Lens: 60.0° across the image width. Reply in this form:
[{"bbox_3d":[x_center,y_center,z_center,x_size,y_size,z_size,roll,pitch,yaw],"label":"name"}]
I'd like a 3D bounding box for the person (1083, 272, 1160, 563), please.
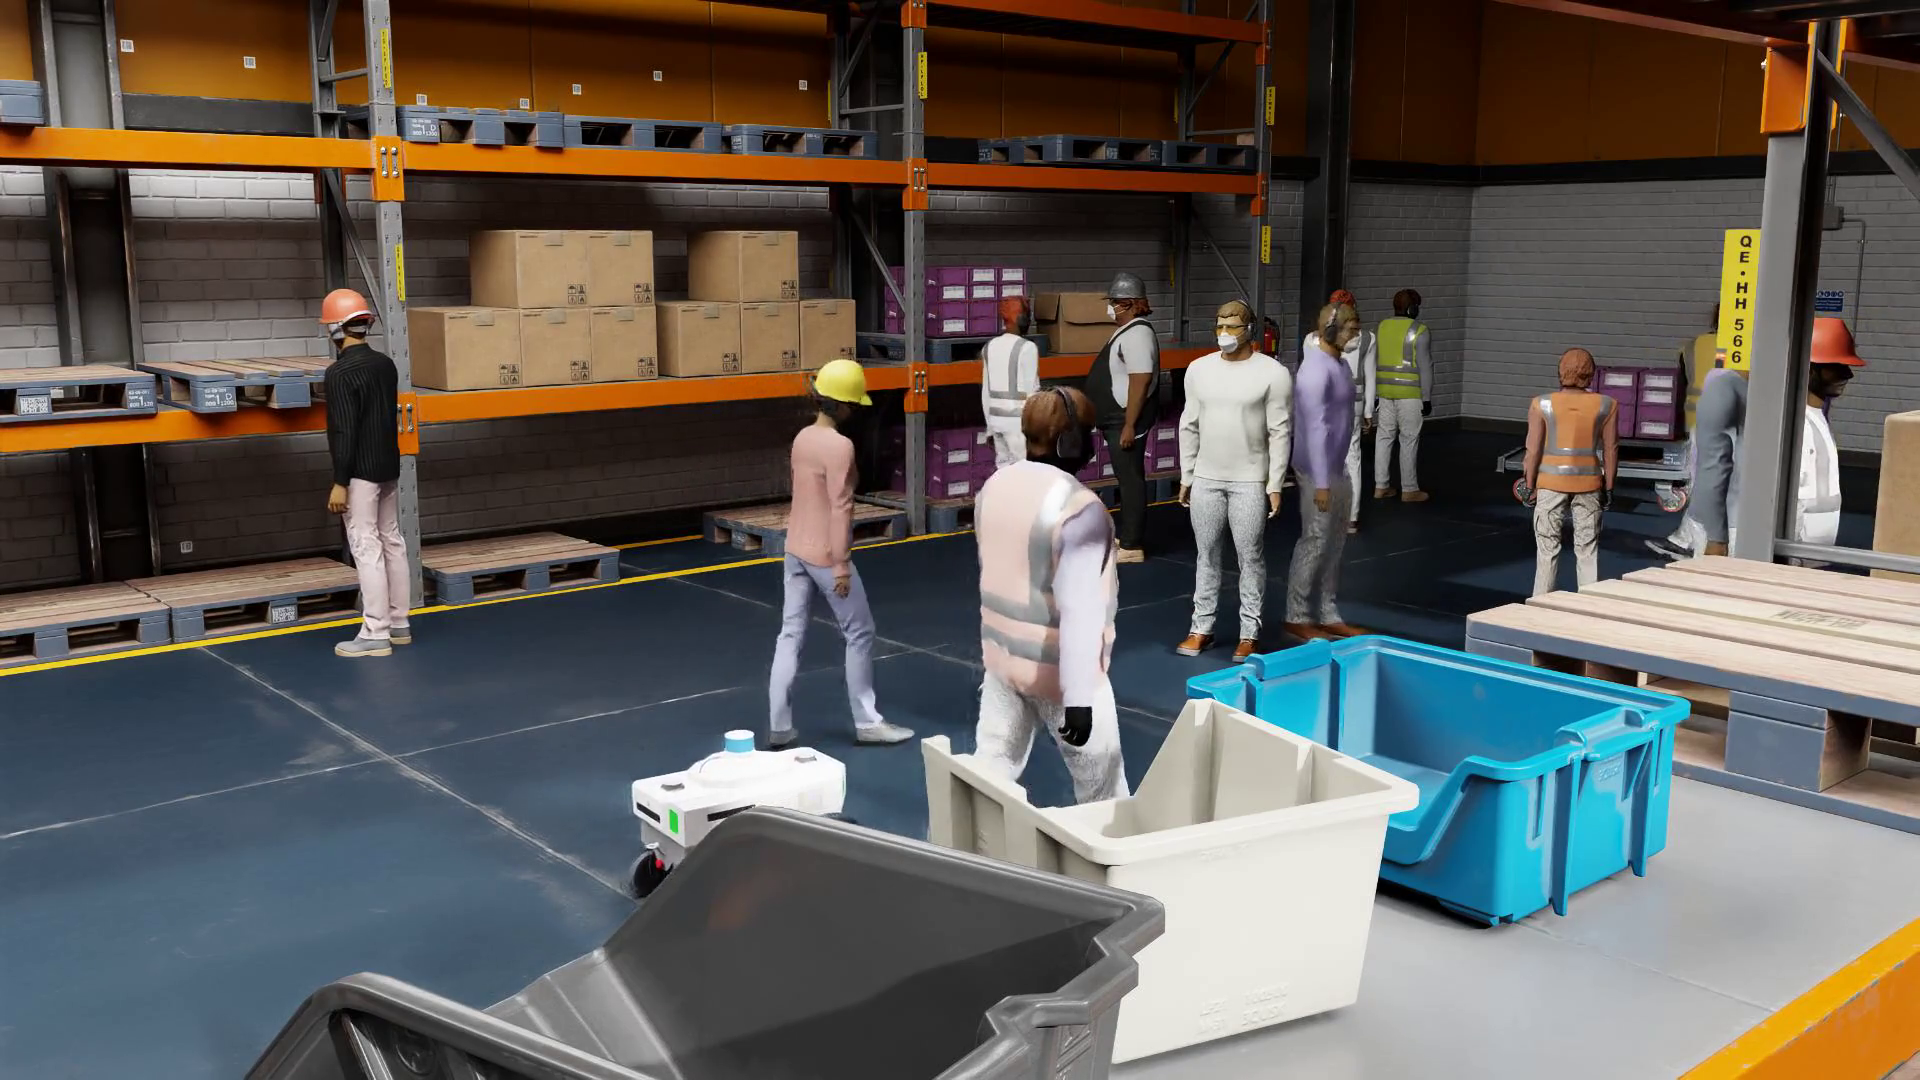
[{"bbox_3d":[1.134,-0.867,11.748,0.539,2.000,0.689,1,10,4],"label":"person"}]

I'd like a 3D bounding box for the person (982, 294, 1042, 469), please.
[{"bbox_3d":[0.383,-0.795,11.812,0.386,1.888,0.585,-7,12,-35],"label":"person"}]

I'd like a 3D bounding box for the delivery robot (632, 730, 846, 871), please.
[{"bbox_3d":[-0.758,0.901,5.742,0.707,0.478,0.477,-7,12,-35],"label":"delivery robot"}]

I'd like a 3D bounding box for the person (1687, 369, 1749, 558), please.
[{"bbox_3d":[3.490,-0.056,7.489,0.628,1.940,0.378,-10,14,-44],"label":"person"}]

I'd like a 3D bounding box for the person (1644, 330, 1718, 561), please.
[{"bbox_3d":[5.224,-0.688,11.420,0.890,1.790,0.614,2,10,14],"label":"person"}]

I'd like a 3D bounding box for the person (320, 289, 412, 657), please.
[{"bbox_3d":[-3.254,-0.361,9.046,0.392,1.991,0.613,2,10,9],"label":"person"}]

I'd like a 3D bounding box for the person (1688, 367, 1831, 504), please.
[{"bbox_3d":[4.363,-0.323,9.141,0.680,1.874,0.827,3,11,18],"label":"person"}]

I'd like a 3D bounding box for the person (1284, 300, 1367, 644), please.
[{"bbox_3d":[2.050,-0.363,9.282,0.393,1.928,0.659,5,11,25],"label":"person"}]

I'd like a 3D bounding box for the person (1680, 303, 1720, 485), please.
[{"bbox_3d":[5.601,-0.852,12.270,0.440,1.825,0.628,-9,14,-42],"label":"person"}]

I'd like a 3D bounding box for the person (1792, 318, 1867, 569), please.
[{"bbox_3d":[3.459,0.059,6.844,0.358,1.936,0.552,6,12,29],"label":"person"}]

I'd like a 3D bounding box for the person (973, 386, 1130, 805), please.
[{"bbox_3d":[0.312,0.399,5.362,0.949,1.792,0.644,-7,12,-33],"label":"person"}]

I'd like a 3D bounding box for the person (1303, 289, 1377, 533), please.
[{"bbox_3d":[2.916,-0.984,12.848,0.575,1.883,0.355,0,10,0],"label":"person"}]

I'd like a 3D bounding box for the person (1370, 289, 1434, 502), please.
[{"bbox_3d":[3.856,-1.256,14.481,0.429,1.842,0.633,-8,13,-38],"label":"person"}]

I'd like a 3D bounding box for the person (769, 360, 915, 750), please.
[{"bbox_3d":[-0.548,0.074,7.335,0.655,1.730,0.602,-7,12,-33],"label":"person"}]

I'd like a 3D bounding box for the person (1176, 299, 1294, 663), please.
[{"bbox_3d":[1.458,-0.313,8.927,0.627,1.940,0.372,6,12,31],"label":"person"}]

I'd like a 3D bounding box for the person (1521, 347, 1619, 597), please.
[{"bbox_3d":[3.523,-0.287,9.624,0.525,1.639,0.307,2,10,11],"label":"person"}]
